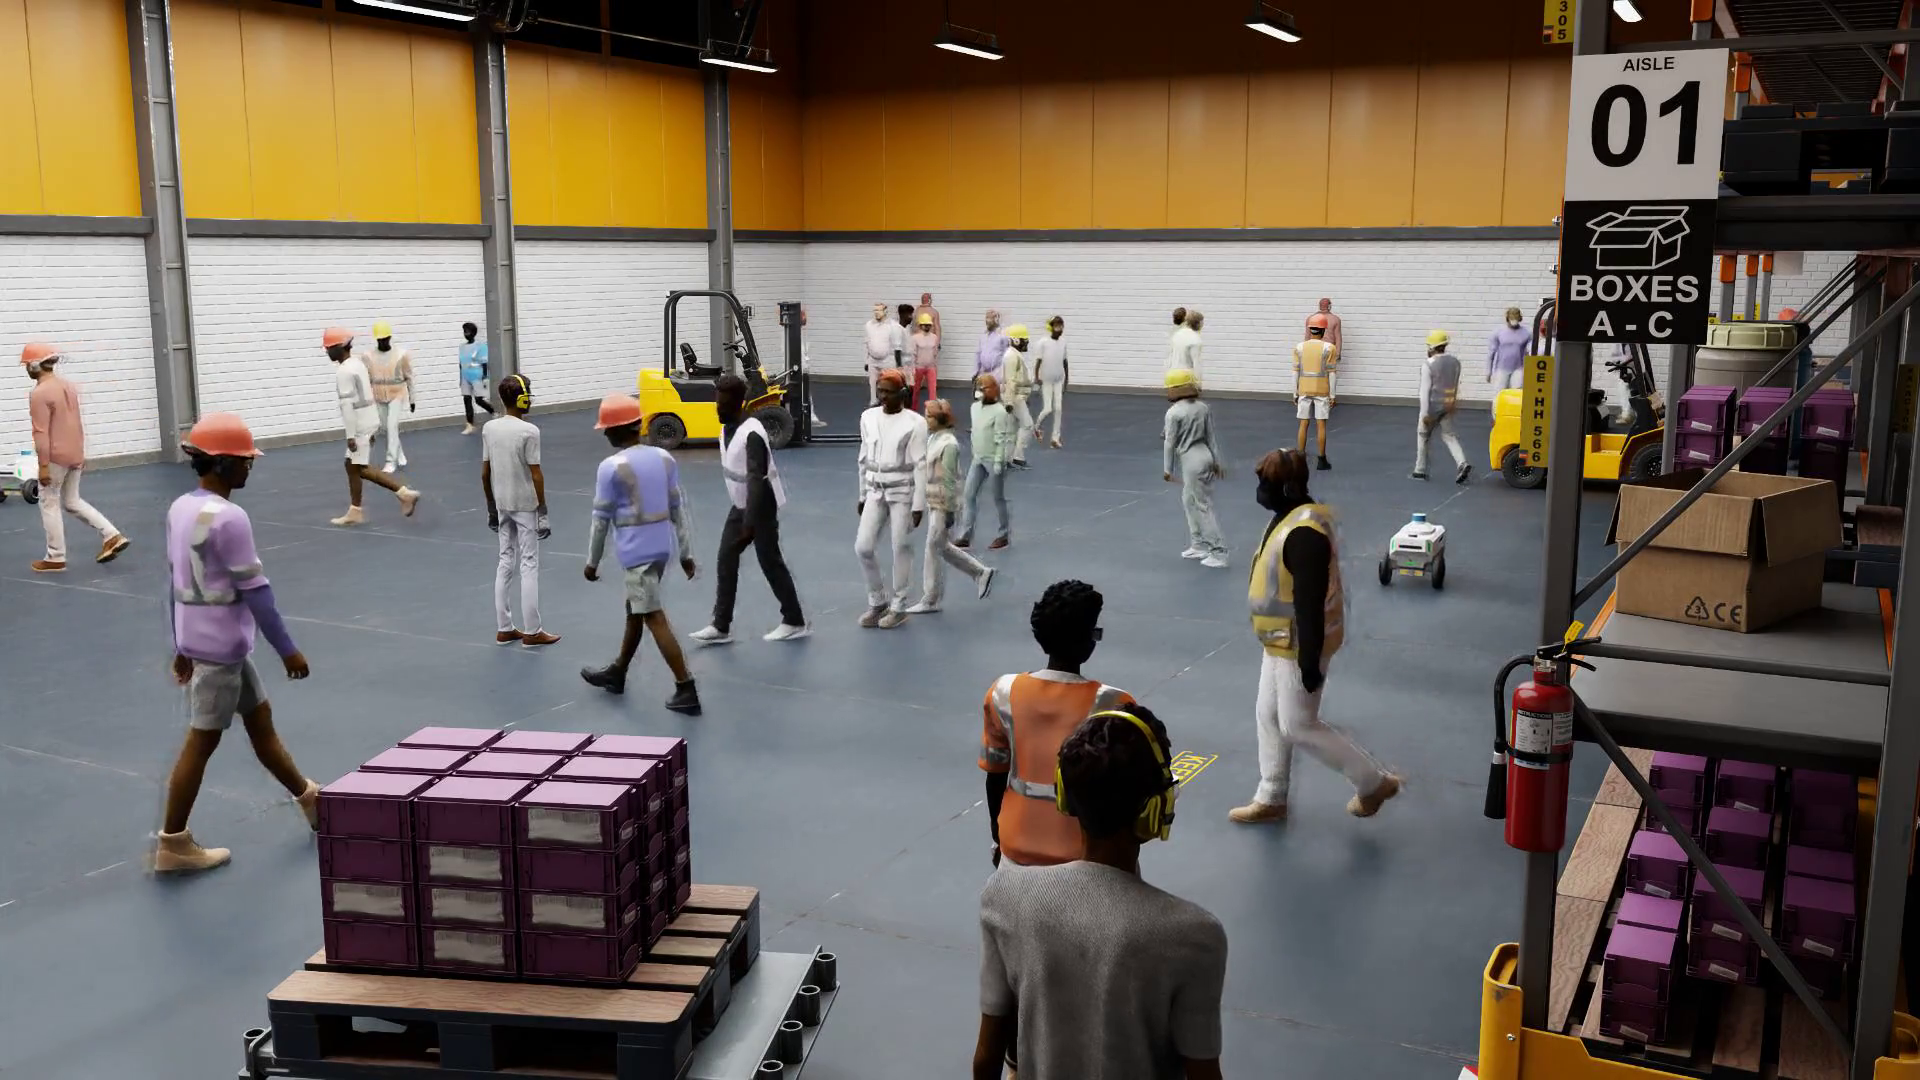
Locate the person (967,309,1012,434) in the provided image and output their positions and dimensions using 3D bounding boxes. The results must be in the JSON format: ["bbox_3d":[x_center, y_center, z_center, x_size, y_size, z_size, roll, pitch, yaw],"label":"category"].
[{"bbox_3d":[0.481,-2.501,24.763,1.016,1.853,0.666,-8,12,-37],"label":"person"}]

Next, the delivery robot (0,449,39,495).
[{"bbox_3d":[-10.112,-0.740,18.039,0.477,0.478,0.707,1,10,7],"label":"delivery robot"}]

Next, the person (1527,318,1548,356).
[{"bbox_3d":[7.727,-2.028,22.078,0.601,1.837,0.460,-7,12,-35],"label":"person"}]

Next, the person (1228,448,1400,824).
[{"bbox_3d":[1.642,0.472,7.675,0.677,1.814,0.670,0,10,1],"label":"person"}]

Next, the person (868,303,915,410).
[{"bbox_3d":[-0.978,-2.661,25.478,0.763,1.931,0.604,3,10,16],"label":"person"}]

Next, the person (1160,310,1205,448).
[{"bbox_3d":[3.114,-2.205,22.898,0.469,1.904,0.653,-4,10,-20],"label":"person"}]

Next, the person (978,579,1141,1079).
[{"bbox_3d":[0.321,0.961,5.156,0.540,1.697,0.317,5,11,27],"label":"person"}]

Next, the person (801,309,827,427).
[{"bbox_3d":[-2.502,-2.638,25.552,0.783,1.865,0.599,-3,10,-16],"label":"person"}]

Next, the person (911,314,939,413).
[{"bbox_3d":[-0.554,-2.734,26.479,0.545,1.708,0.914,-5,11,-27],"label":"person"}]

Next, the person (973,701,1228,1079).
[{"bbox_3d":[0.273,1.228,3.145,0.532,1.859,0.310,5,11,27],"label":"person"}]

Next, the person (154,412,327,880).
[{"bbox_3d":[-3.126,0.437,7.321,1.013,1.992,0.615,-8,12,-38],"label":"person"}]

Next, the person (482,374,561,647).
[{"bbox_3d":[-3.022,-0.199,11.383,0.532,1.868,0.310,5,11,27],"label":"person"}]

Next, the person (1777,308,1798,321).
[{"bbox_3d":[11.534,-2.275,23.261,0.563,1.911,0.608,-3,10,-16],"label":"person"}]

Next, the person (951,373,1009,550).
[{"bbox_3d":[0.168,-0.689,14.943,0.706,1.604,0.536,-8,12,-38],"label":"person"}]

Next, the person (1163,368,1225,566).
[{"bbox_3d":[2.001,-0.614,14.271,0.695,1.691,0.497,9,13,41],"label":"person"}]

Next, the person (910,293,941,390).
[{"bbox_3d":[-0.652,-3.892,32.657,0.651,1.904,0.403,5,11,27],"label":"person"}]

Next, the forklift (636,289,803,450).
[{"bbox_3d":[-3.358,-2.392,23.136,2.313,2.155,1.214,-1,10,-5],"label":"forklift"}]

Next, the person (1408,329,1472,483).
[{"bbox_3d":[5.633,-1.561,19.438,0.584,1.811,0.799,-4,11,-24],"label":"person"}]

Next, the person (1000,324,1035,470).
[{"bbox_3d":[0.759,-1.760,20.588,0.540,1.814,0.595,0,10,1],"label":"person"}]

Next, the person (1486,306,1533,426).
[{"bbox_3d":[8.080,-2.485,24.481,0.668,1.916,0.539,1,10,6],"label":"person"}]

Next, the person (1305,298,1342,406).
[{"bbox_3d":[6.391,-3.298,29.218,0.651,1.904,0.403,5,11,27],"label":"person"}]

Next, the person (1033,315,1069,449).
[{"bbox_3d":[1.242,-2.166,22.841,0.561,1.844,0.525,-5,11,-27],"label":"person"}]

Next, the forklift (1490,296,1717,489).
[{"bbox_3d":[7.296,-1.677,18.993,2.313,2.155,1.214,5,11,27],"label":"forklift"}]

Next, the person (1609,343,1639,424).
[{"bbox_3d":[10.495,-2.743,26.316,0.446,1.803,0.777,2,10,14],"label":"person"}]

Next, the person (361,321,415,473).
[{"bbox_3d":[-7.063,-1.797,20.662,0.594,1.869,0.950,-1,10,-3],"label":"person"}]

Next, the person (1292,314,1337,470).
[{"bbox_3d":[4.412,-1.838,20.669,0.551,1.935,0.372,5,11,27],"label":"person"}]

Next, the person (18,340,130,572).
[{"bbox_3d":[-7.515,-0.703,14.026,0.691,1.965,0.664,0,10,0],"label":"person"}]

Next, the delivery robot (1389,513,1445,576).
[{"bbox_3d":[3.740,0.026,13.584,0.477,0.478,0.707,5,10,24],"label":"delivery robot"}]

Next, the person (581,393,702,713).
[{"bbox_3d":[-1.902,0.071,9.818,0.988,1.875,0.555,5,11,29],"label":"person"}]

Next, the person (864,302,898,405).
[{"bbox_3d":[-1.269,-2.871,26.741,0.642,1.909,0.399,4,11,24],"label":"person"}]

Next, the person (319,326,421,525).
[{"bbox_3d":[-5.805,-1.110,16.332,0.844,1.998,0.619,-1,10,-5],"label":"person"}]

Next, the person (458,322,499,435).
[{"bbox_3d":[-7.184,-2.404,24.694,0.538,1.681,0.572,5,11,25],"label":"person"}]

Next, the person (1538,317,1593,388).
[{"bbox_3d":[7.488,-1.917,20.830,0.692,2.000,0.836,-2,10,-13],"label":"person"}]

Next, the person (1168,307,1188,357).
[{"bbox_3d":[3.660,-2.937,27.435,0.470,1.803,0.744,0,10,2],"label":"person"}]

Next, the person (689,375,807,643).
[{"bbox_3d":[-1.467,-0.193,11.354,0.942,1.866,0.617,-6,12,-32],"label":"person"}]

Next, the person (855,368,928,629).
[{"bbox_3d":[-0.516,-0.284,11.841,0.616,1.875,0.498,6,11,31],"label":"person"}]

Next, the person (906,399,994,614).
[{"bbox_3d":[-0.080,-0.257,12.445,0.640,1.615,0.518,-3,10,-15],"label":"person"}]
